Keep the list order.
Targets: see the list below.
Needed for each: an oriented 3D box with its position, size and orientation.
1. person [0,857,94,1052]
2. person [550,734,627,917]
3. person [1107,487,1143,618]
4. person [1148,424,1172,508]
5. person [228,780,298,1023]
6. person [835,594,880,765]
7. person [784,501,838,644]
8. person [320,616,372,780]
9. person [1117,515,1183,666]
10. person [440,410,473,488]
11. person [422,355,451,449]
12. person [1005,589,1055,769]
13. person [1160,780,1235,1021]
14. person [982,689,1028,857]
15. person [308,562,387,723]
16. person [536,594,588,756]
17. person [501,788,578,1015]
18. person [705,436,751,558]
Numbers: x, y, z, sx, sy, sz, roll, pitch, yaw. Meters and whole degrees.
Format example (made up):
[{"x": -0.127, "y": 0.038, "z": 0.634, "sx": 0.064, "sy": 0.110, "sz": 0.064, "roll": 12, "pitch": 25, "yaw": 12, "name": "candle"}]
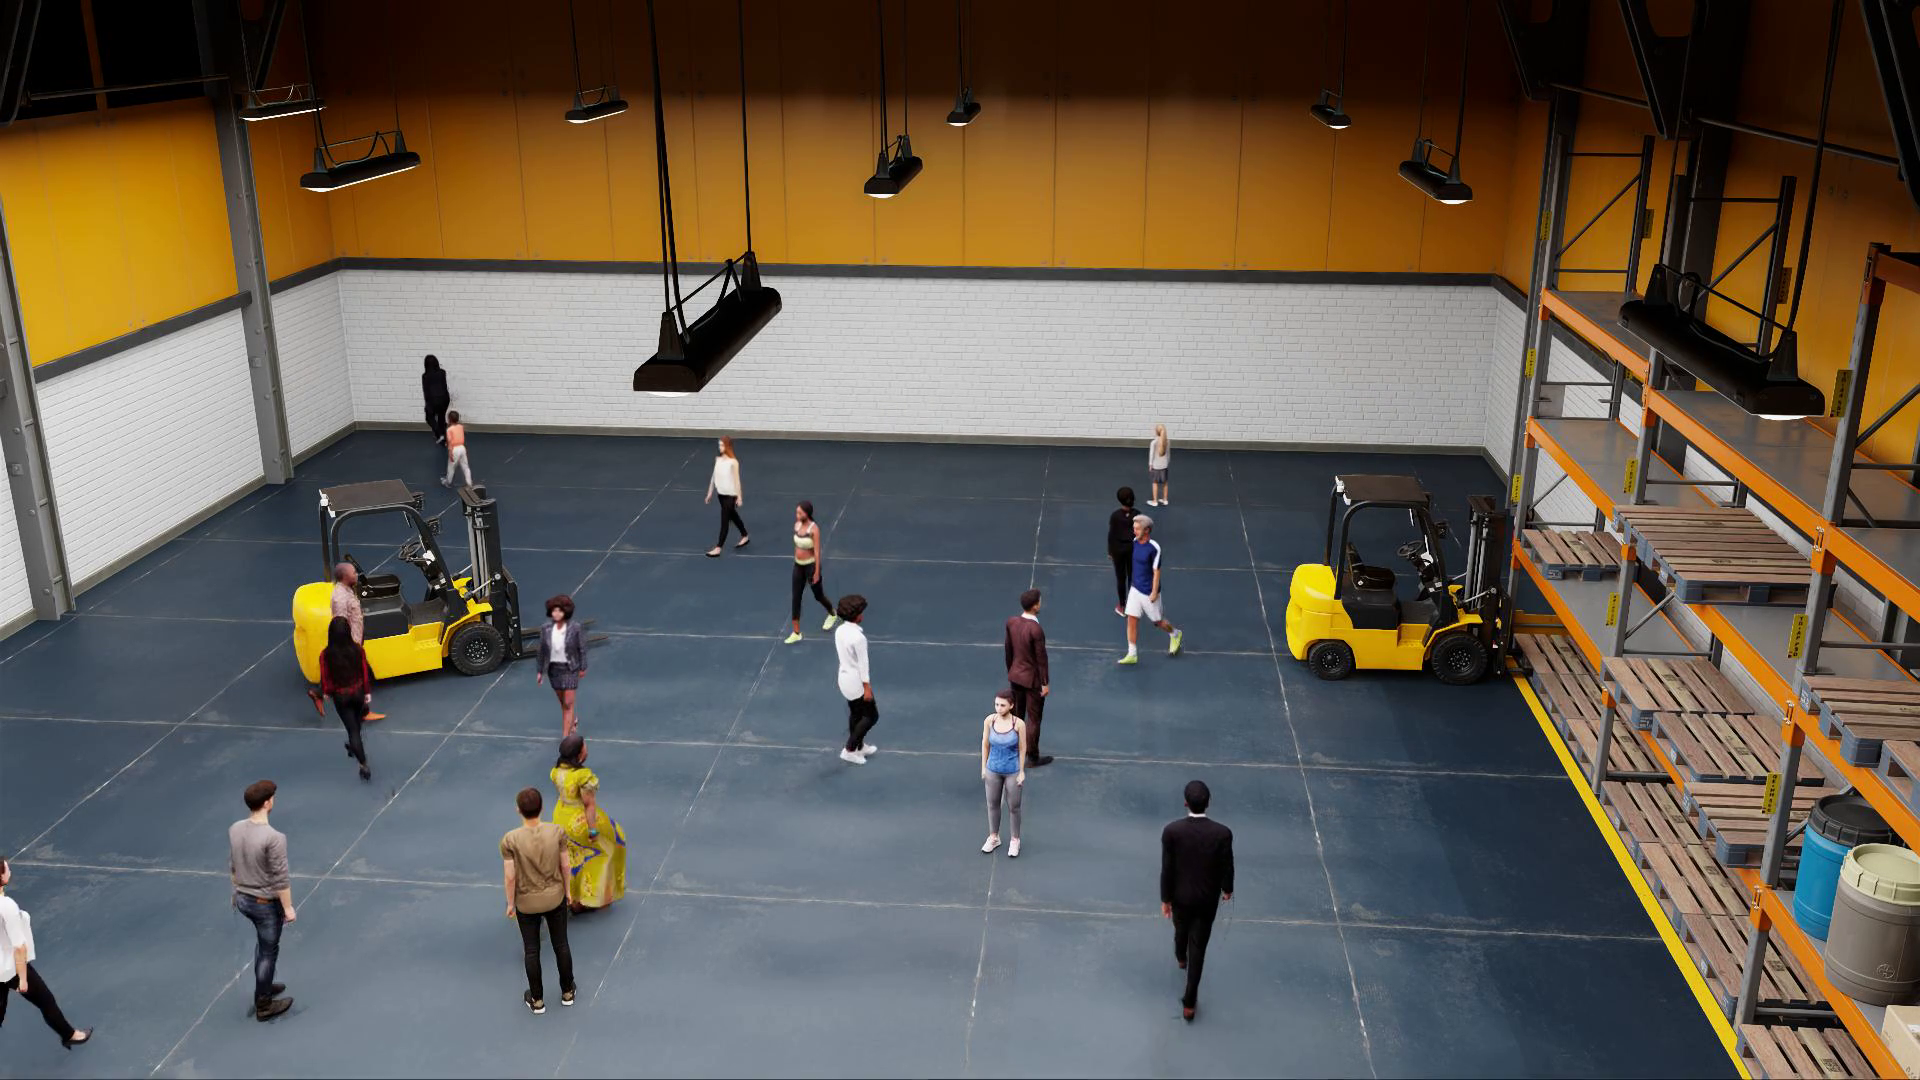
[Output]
[{"x": -6.837, "y": 3.147, "z": 11.797, "sx": 0.856, "sy": 1.735, "sz": 1.216, "roll": 8, "pitch": 20, "yaw": 22, "name": "person"}, {"x": -3.274, "y": 2.445, "z": 14.024, "sx": 0.953, "sy": 1.647, "sz": 1.033, "roll": 14, "pitch": 23, "yaw": 35, "name": "person"}, {"x": 2.090, "y": 0.174, "z": 20.749, "sx": 0.708, "sy": 1.658, "sz": 0.760, "roll": -4, "pitch": 19, "yaw": -12, "name": "person"}, {"x": 3.041, "y": -1.151, "z": 25.283, "sx": 0.584, "sy": 1.274, "sz": 0.624, "roll": -7, "pitch": 20, "yaw": -21, "name": "person"}, {"x": -5.374, "y": 2.773, "z": 12.678, "sx": 0.828, "sy": 1.882, "sz": 0.838, "roll": 9, "pitch": 21, "yaw": 25, "name": "person"}, {"x": -1.092, "y": 1.431, "z": 16.793, "sx": 0.924, "sy": 1.801, "sz": 0.860, "roll": -12, "pitch": 22, "yaw": -31, "name": "person"}, {"x": -1.773, "y": 0.357, "z": 20.112, "sx": 0.957, "sy": 1.717, "sz": 1.187, "roll": 13, "pitch": 22, "yaw": 33, "name": "person"}, {"x": -6.058, "y": 1.609, "z": 16.566, "sx": 1.024, "sy": 1.607, "sz": 1.101, "roll": -14, "pitch": 23, "yaw": -37, "name": "person"}, {"x": 2.225, "y": 0.570, "z": 19.347, "sx": 1.197, "sy": 1.803, "sz": 1.139, "roll": -15, "pitch": 24, "yaw": -38, "name": "person"}, {"x": -7.782, "y": -1.361, "z": 25.899, "sx": 0.853, "sy": 1.279, "sz": 0.878, "roll": 15, "pitch": 24, "yaw": 37, "name": "person"}, {"x": -8.850, "y": -2.344, "z": 28.307, "sx": 0.853, "sy": 1.605, "sz": 0.789, "roll": 16, "pitch": 24, "yaw": 40, "name": "person"}, {"x": 0.683, "y": 1.385, "z": 16.828, "sx": 0.811, "sy": 1.864, "sz": 0.772, "roll": -18, "pitch": 25, "yaw": -42, "name": "person"}, {"x": 1.795, "y": 2.782, "z": 12.732, "sx": 0.813, "sy": 1.833, "sz": 1.198, "roll": 4, "pitch": 19, "yaw": 12, "name": "person"}, {"x": 0.405, "y": 2.099, "z": 15.109, "sx": 0.615, "sy": 1.608, "sz": 0.595, "roll": 6, "pitch": 20, "yaw": 18, "name": "person"}, {"x": -6.645, "y": 1.119, "z": 17.758, "sx": 0.949, "sy": 1.776, "sz": 1.059, "roll": -4, "pitch": 19, "yaw": -11, "name": "person"}, {"x": -4.102, "y": 1.359, "z": 17.249, "sx": 0.629, "sy": 1.645, "sz": 1.048, "roll": 2, "pitch": 19, "yaw": 6, "name": "person"}, {"x": -3.225, "y": 2.756, "z": 12.780, "sx": 0.746, "sy": 1.849, "sz": 0.736, "roll": -8, "pitch": 20, "yaw": -22, "name": "person"}, {"x": -3.160, "y": -0.618, "z": 23.077, "sx": 1.045, "sy": 1.673, "sz": 1.160, "roll": 18, "pitch": 25, "yaw": 42, "name": "person"}]
